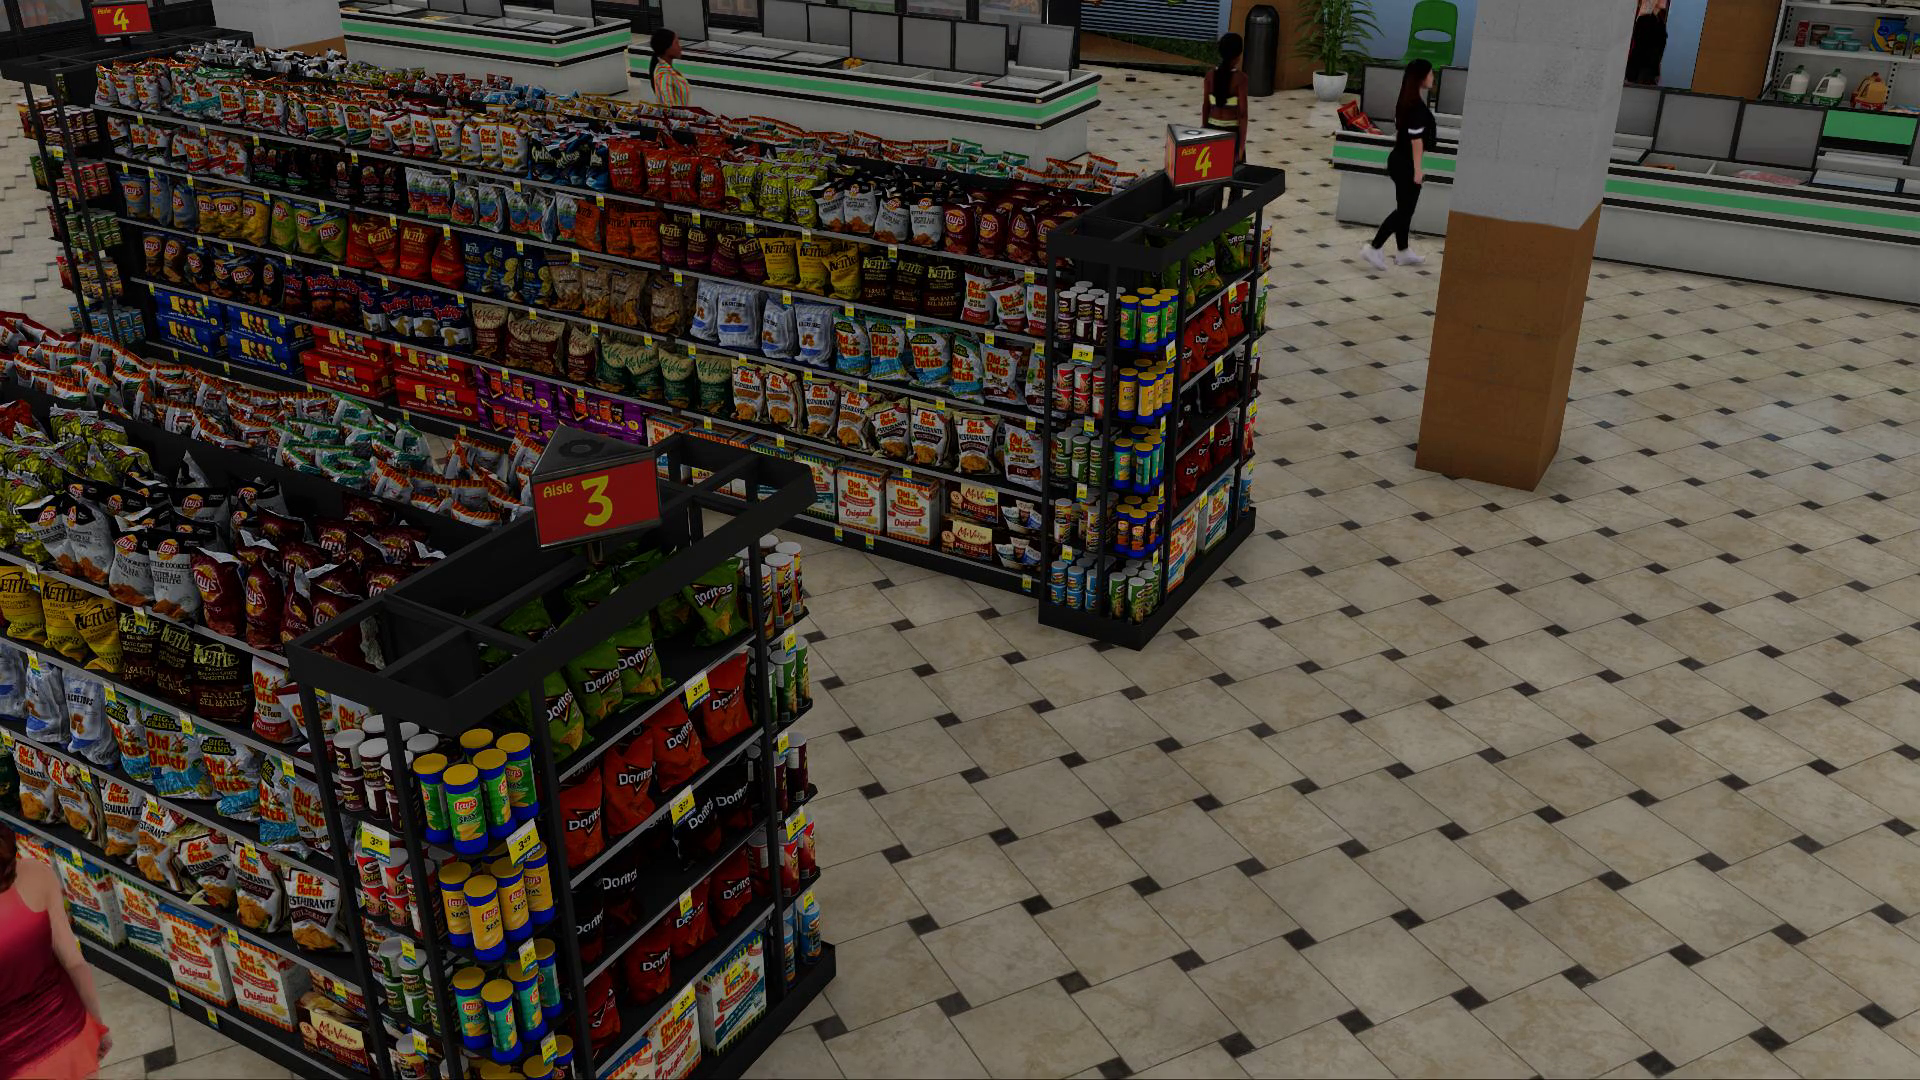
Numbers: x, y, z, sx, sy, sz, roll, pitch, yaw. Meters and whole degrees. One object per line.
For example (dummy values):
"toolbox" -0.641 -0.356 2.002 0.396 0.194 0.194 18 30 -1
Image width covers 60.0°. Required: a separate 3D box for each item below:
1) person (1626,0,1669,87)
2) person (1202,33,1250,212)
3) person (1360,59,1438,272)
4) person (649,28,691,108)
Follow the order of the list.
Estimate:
"person" 6.468 -4.485 16.060 0.702 1.671 0.633 12 29 22
"person" 2.065 -3.146 13.342 0.554 1.742 0.635 12 29 23
"person" 3.470 -2.933 13.038 0.916 1.637 0.812 0 27 0
"person" -2.318 -3.196 13.385 0.731 1.792 0.681 -5 27 -10
